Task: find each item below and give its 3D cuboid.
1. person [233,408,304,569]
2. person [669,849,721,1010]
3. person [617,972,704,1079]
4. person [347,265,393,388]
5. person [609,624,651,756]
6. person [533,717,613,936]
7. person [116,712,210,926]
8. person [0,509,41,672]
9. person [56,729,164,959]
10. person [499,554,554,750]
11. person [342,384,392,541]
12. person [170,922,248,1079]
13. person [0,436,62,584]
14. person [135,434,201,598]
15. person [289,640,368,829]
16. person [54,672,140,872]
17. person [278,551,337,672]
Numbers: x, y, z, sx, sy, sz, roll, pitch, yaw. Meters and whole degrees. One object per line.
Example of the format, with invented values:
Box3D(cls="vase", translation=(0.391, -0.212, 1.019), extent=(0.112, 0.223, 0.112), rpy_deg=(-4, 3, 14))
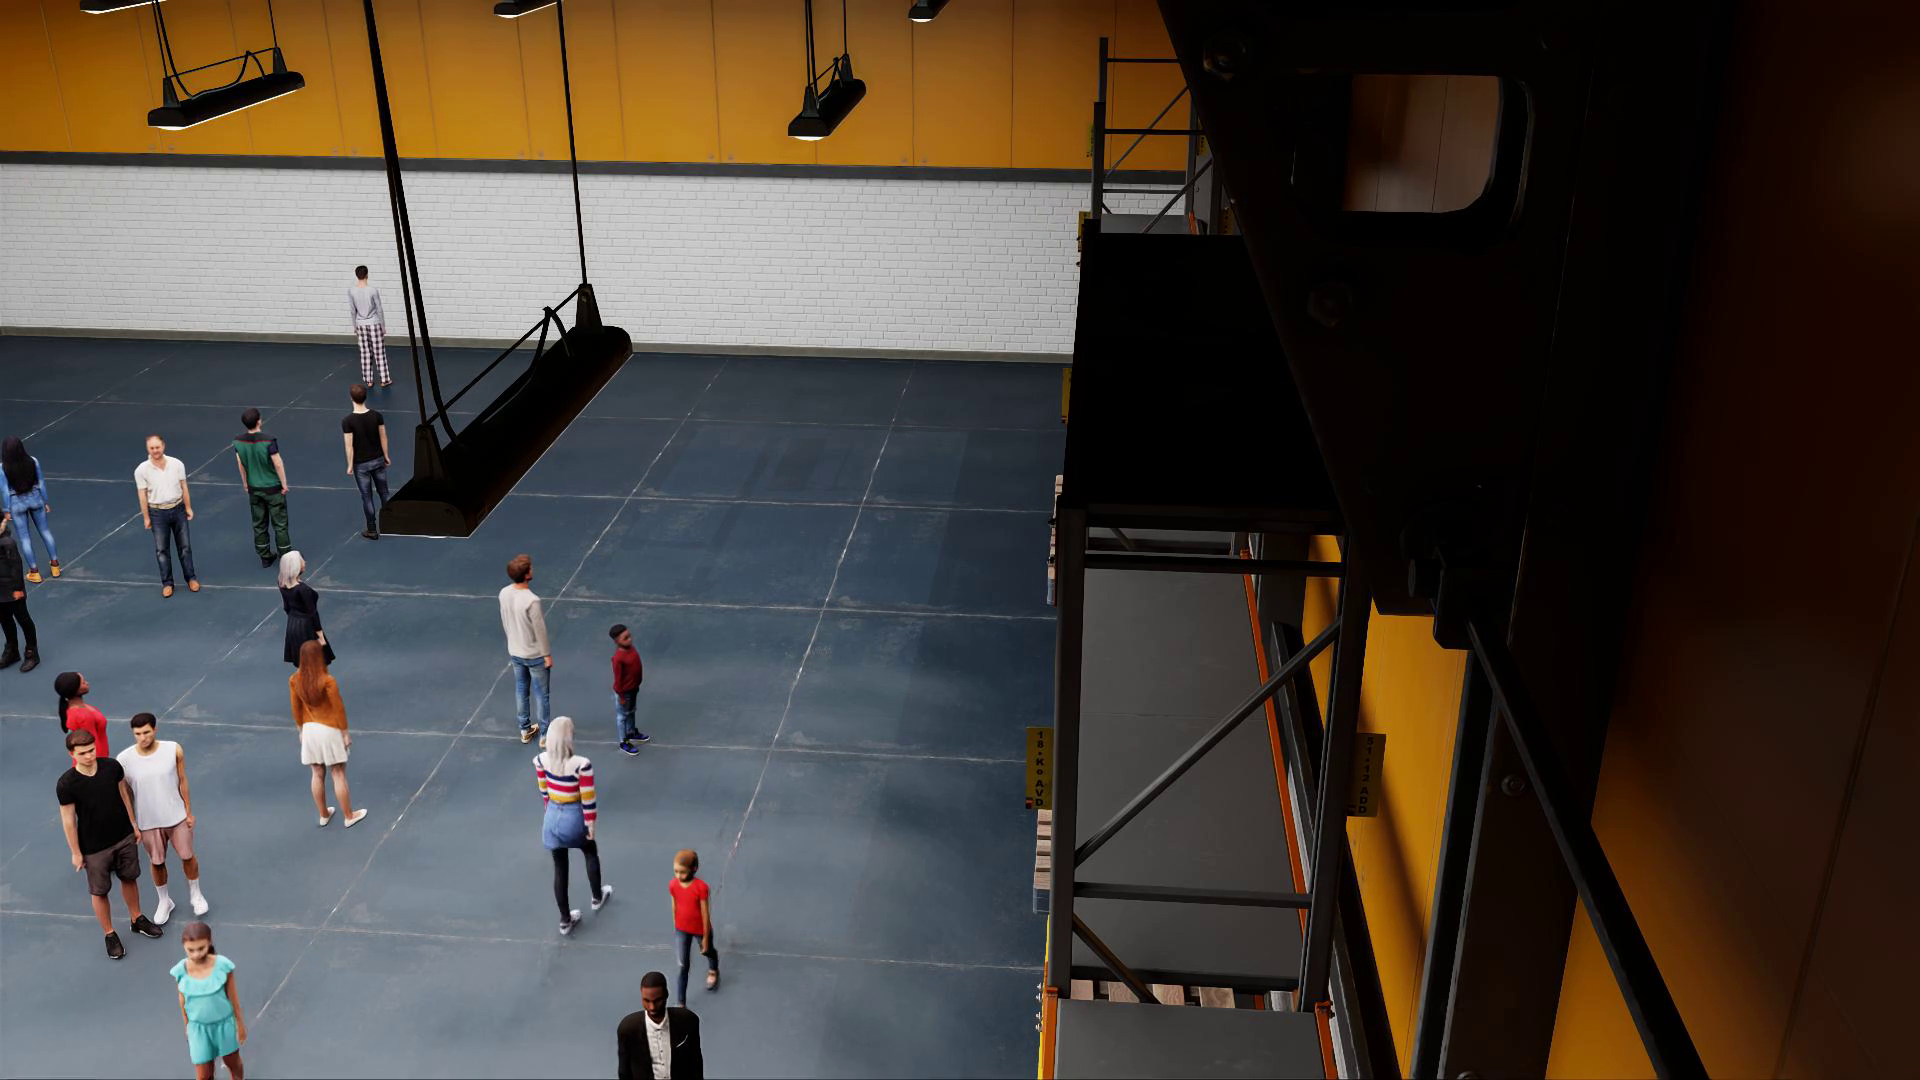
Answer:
Box3D(cls="person", translation=(-7.945, -0.603, 19.011), extent=(0.658, 1.901, 0.552), rpy_deg=(2, 24, 5))
Box3D(cls="person", translation=(-1.894, 2.782, 12.042), extent=(0.530, 1.279, 0.912), rpy_deg=(5, 24, 11))
Box3D(cls="person", translation=(-1.793, 3.370, 10.048), extent=(0.724, 1.800, 0.676), rpy_deg=(-6, 24, -13))
Box3D(cls="person", translation=(-8.920, -3.228, 25.085), extent=(0.654, 1.847, 0.577), rpy_deg=(-1, 24, -2))
Box3D(cls="person", translation=(-3.084, 1.346, 15.358), extent=(0.595, 1.256, 0.467), rpy_deg=(6, 24, 13))
Box3D(cls="person", translation=(-3.049, 2.214, 12.708), extent=(0.703, 1.787, 0.847), rpy_deg=(4, 24, 9))
Box3D(cls="person", translation=(-6.194, 2.123, 12.915), extent=(0.728, 1.789, 0.735), rpy_deg=(-10, 25, -21))
Box3D(cls="person", translation=(-9.622, 0.453, 16.748), extent=(0.666, 1.779, 0.638), rpy_deg=(6, 24, 13))
Box3D(cls="person", translation=(-6.457, 2.239, 12.560), extent=(0.833, 1.862, 0.710), rpy_deg=(16, 28, 33))
Box3D(cls="person", translation=(-3.965, 1.022, 15.288), extent=(0.743, 1.905, 0.734), rpy_deg=(13, 27, 28))
Box3D(cls="person", translation=(-7.025, -0.934, 19.774), extent=(0.749, 1.897, 0.805), rpy_deg=(-18, 29, -35))
Box3D(cls="person", translation=(-4.891, 3.124, 10.932), extent=(0.673, 1.544, 0.810), rpy_deg=(-5, 24, -12))
Box3D(cls="person", translation=(-10.473, -0.359, 18.689), extent=(0.736, 1.713, 0.653), rpy_deg=(21, 31, 40))
Box3D(cls="person", translation=(-8.768, -0.313, 18.403), extent=(0.754, 1.856, 0.771), rpy_deg=(-13, 27, -27))
Box3D(cls="person", translation=(-5.401, 1.646, 14.090), extent=(0.624, 1.722, 0.585), rpy_deg=(4, 24, 9))
Box3D(cls="person", translation=(-7.049, 1.868, 13.505), extent=(0.770, 1.784, 0.720), rpy_deg=(-21, 31, -40))
Box3D(cls="person", translation=(-6.191, 0.903, 15.758), extent=(0.693, 1.747, 0.711), rpy_deg=(15, 28, 30))
